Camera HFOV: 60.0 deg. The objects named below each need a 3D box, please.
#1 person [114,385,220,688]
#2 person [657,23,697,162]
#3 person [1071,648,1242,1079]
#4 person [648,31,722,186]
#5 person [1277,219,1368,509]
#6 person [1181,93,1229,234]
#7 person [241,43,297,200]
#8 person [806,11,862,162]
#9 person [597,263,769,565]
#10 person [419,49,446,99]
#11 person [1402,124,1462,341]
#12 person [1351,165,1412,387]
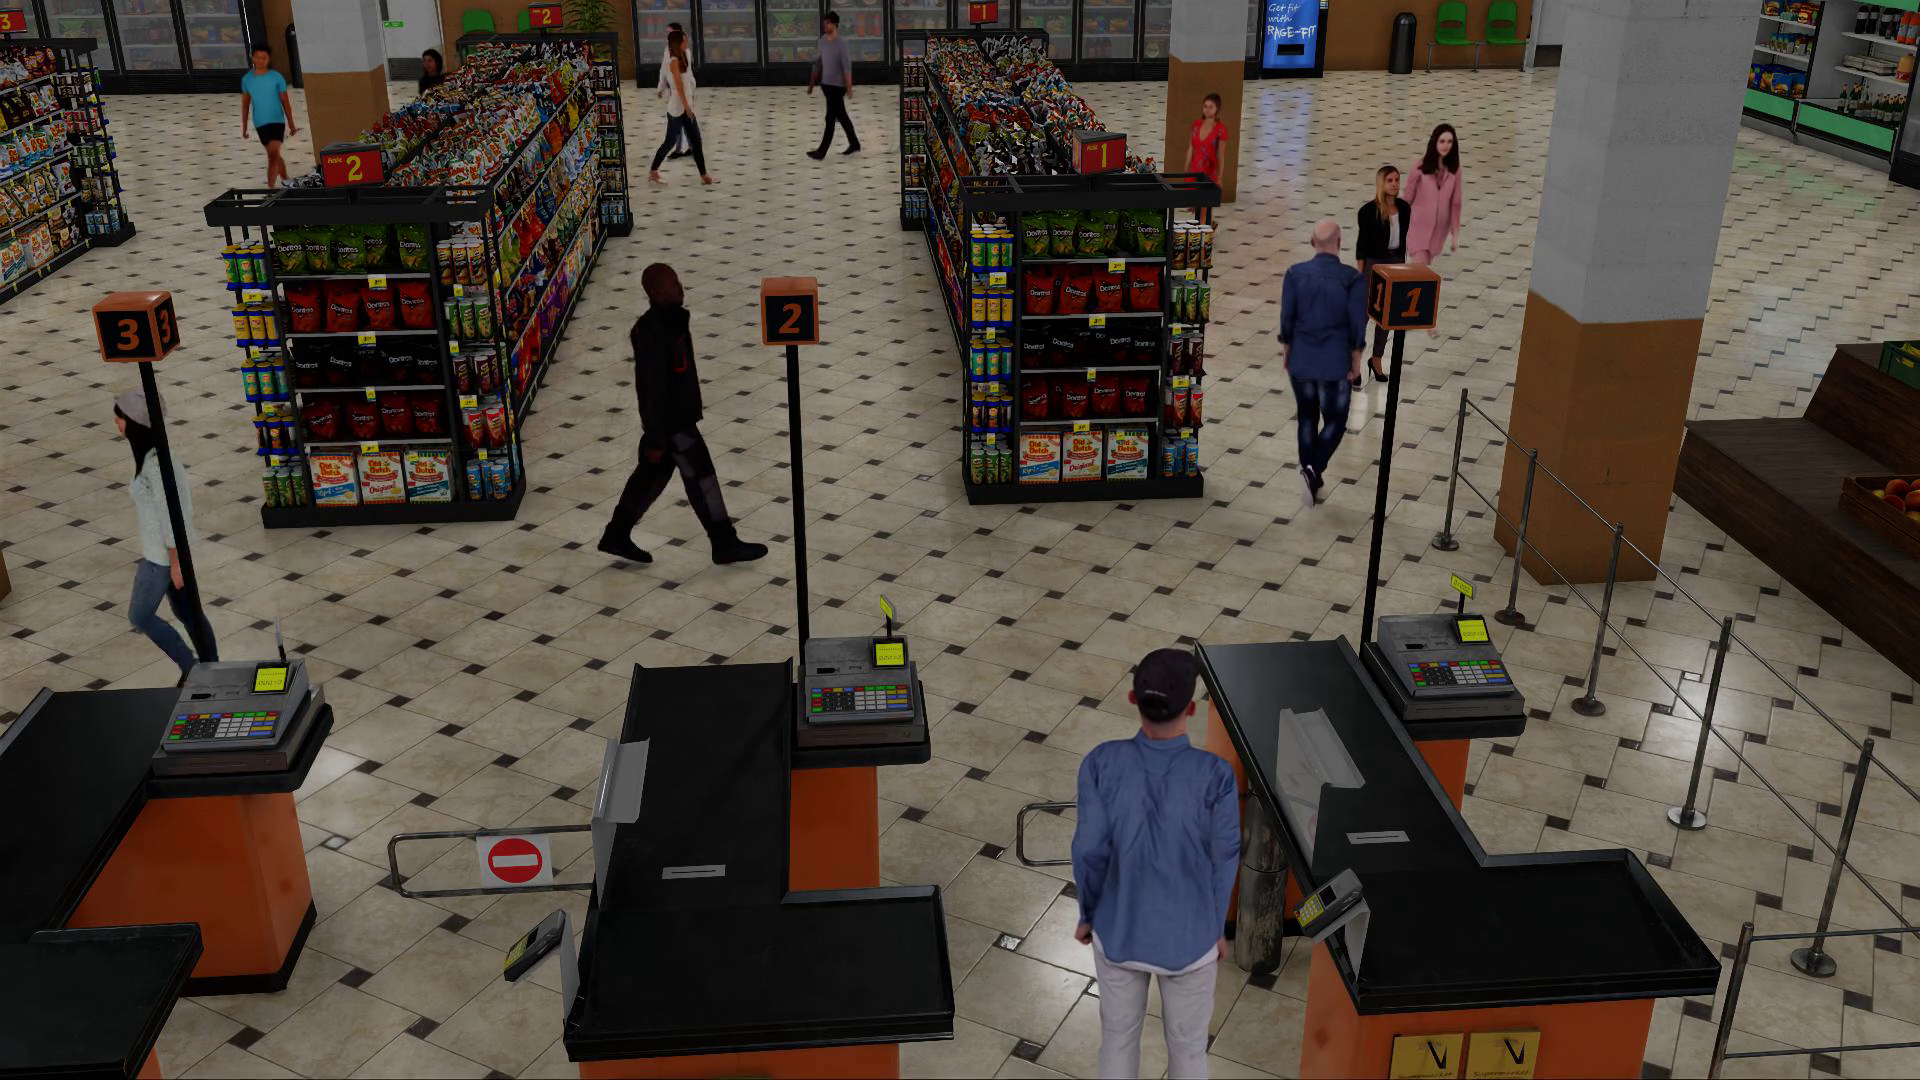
[{"bbox_3d":[-3.731,0.039,8.018,0.731,1.634,0.616,-9,25,-19],"label":"person"},{"bbox_3d":[-3.462,-5.637,20.943,0.894,1.671,0.843,-18,29,-35],"label":"person"},{"bbox_3d":[0.601,1.178,5.099,0.722,1.888,0.695,6,24,13],"label":"person"},{"bbox_3d":[-3.347,-4.970,19.329,0.902,1.744,1.124,5,24,12],"label":"person"},{"bbox_3d":[2.205,-1.042,10.280,1.006,1.802,1.123,13,27,26],"label":"person"},{"bbox_3d":[2.438,-3.602,16.406,0.904,1.581,0.954,20,30,38],"label":"person"},{"bbox_3d":[-7.681,-4.633,18.591,0.765,1.718,1.203,2,24,4],"label":"person"},{"bbox_3d":[-1.498,-5.669,20.871,1.187,1.788,1.223,-20,30,-38],"label":"person"},{"bbox_3d":[-1.749,-0.671,9.433,0.775,1.801,1.149,-2,24,-5],"label":"person"},{"bbox_3d":[-5.765,-4.604,18.563,0.626,1.687,0.675,2,24,5],"label":"person"},{"bbox_3d":[3.838,-2.546,13.785,0.644,1.747,1.130,-2,24,-6],"label":"person"},{"bbox_3d":[3.185,-2.014,12.663,0.647,1.672,0.607,-8,25,-18],"label":"person"}]
